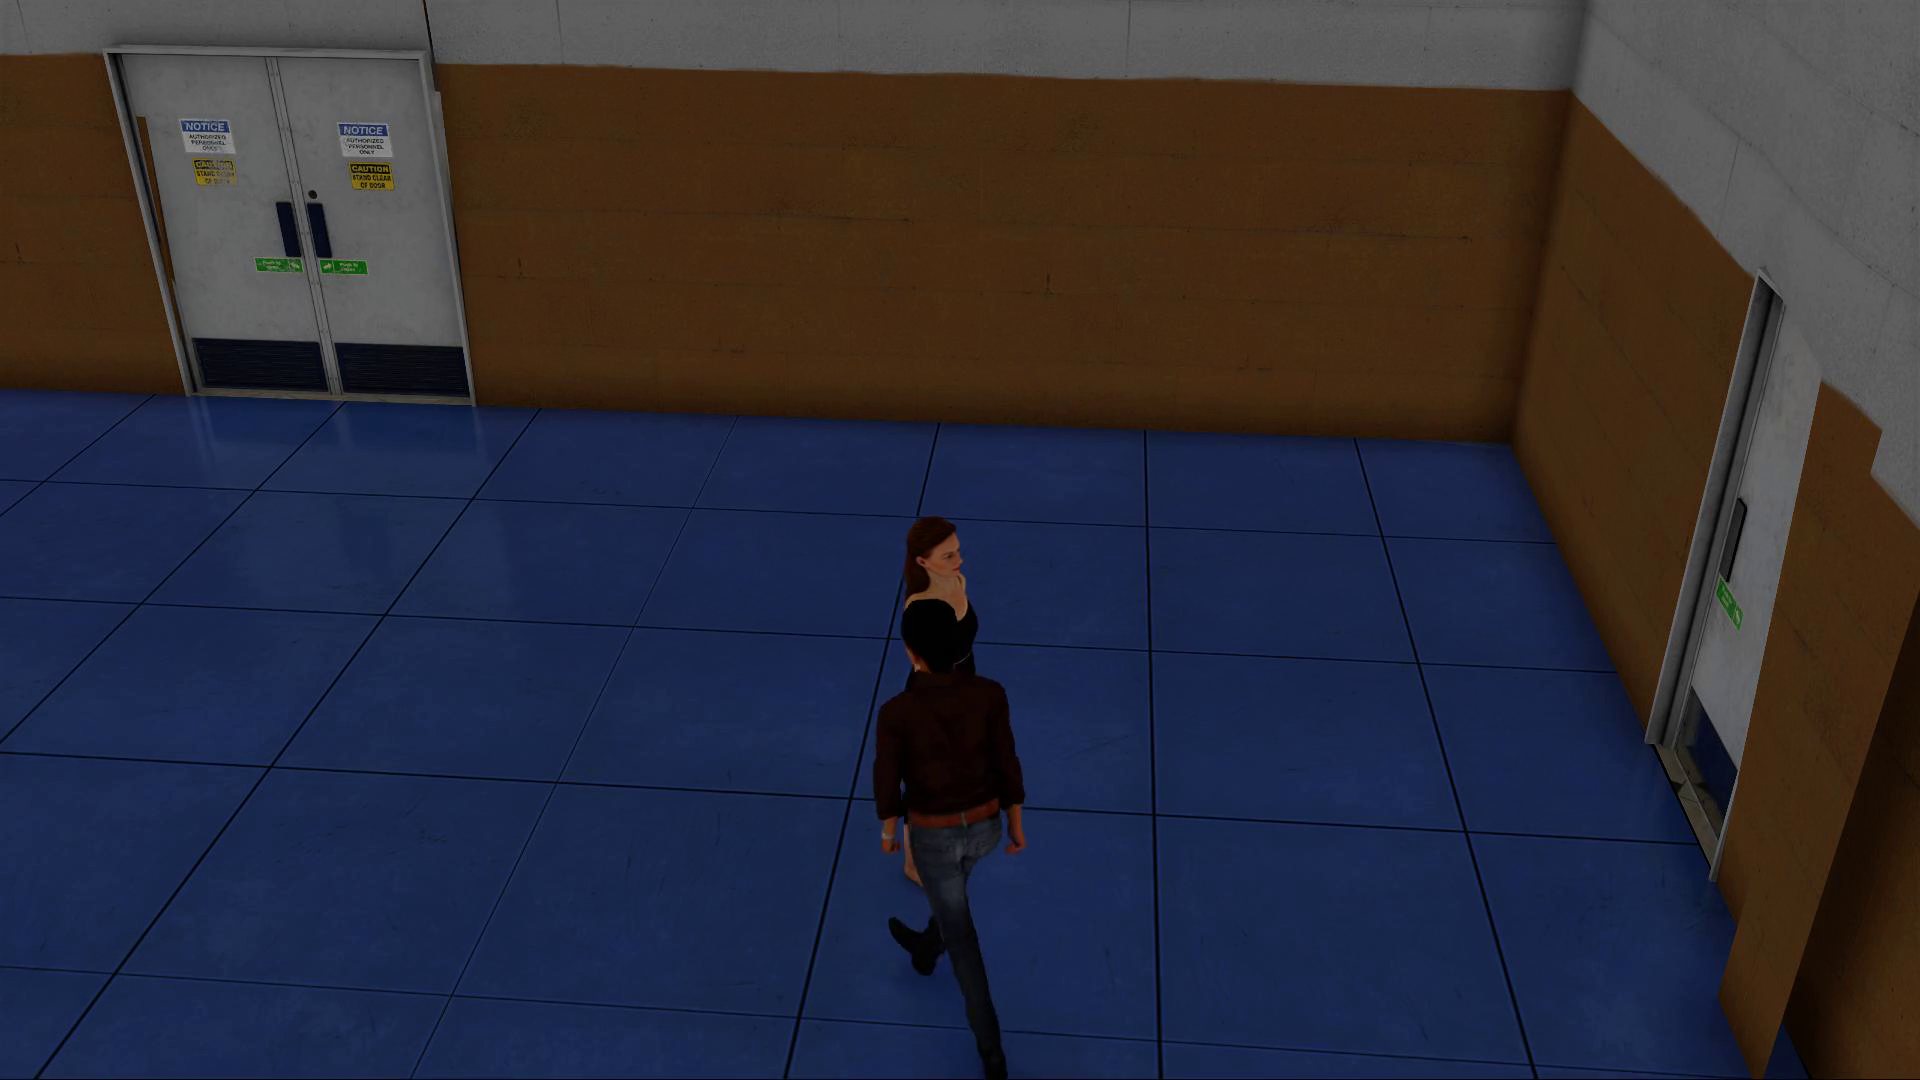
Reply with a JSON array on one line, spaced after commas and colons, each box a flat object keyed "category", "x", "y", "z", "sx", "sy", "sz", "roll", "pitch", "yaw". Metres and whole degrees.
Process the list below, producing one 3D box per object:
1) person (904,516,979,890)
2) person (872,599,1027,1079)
[{"category": "person", "x": -0.092, "y": 0.632, "z": 6.580, "sx": 0.708, "sy": 1.624, "sz": 0.596, "roll": 12, "pitch": 31, "yaw": 20}, {"category": "person", "x": 0.023, "y": 1.063, "z": 5.683, "sx": 1.015, "sy": 1.728, "sz": 1.197, "roll": -9, "pitch": 30, "yaw": -16}]
